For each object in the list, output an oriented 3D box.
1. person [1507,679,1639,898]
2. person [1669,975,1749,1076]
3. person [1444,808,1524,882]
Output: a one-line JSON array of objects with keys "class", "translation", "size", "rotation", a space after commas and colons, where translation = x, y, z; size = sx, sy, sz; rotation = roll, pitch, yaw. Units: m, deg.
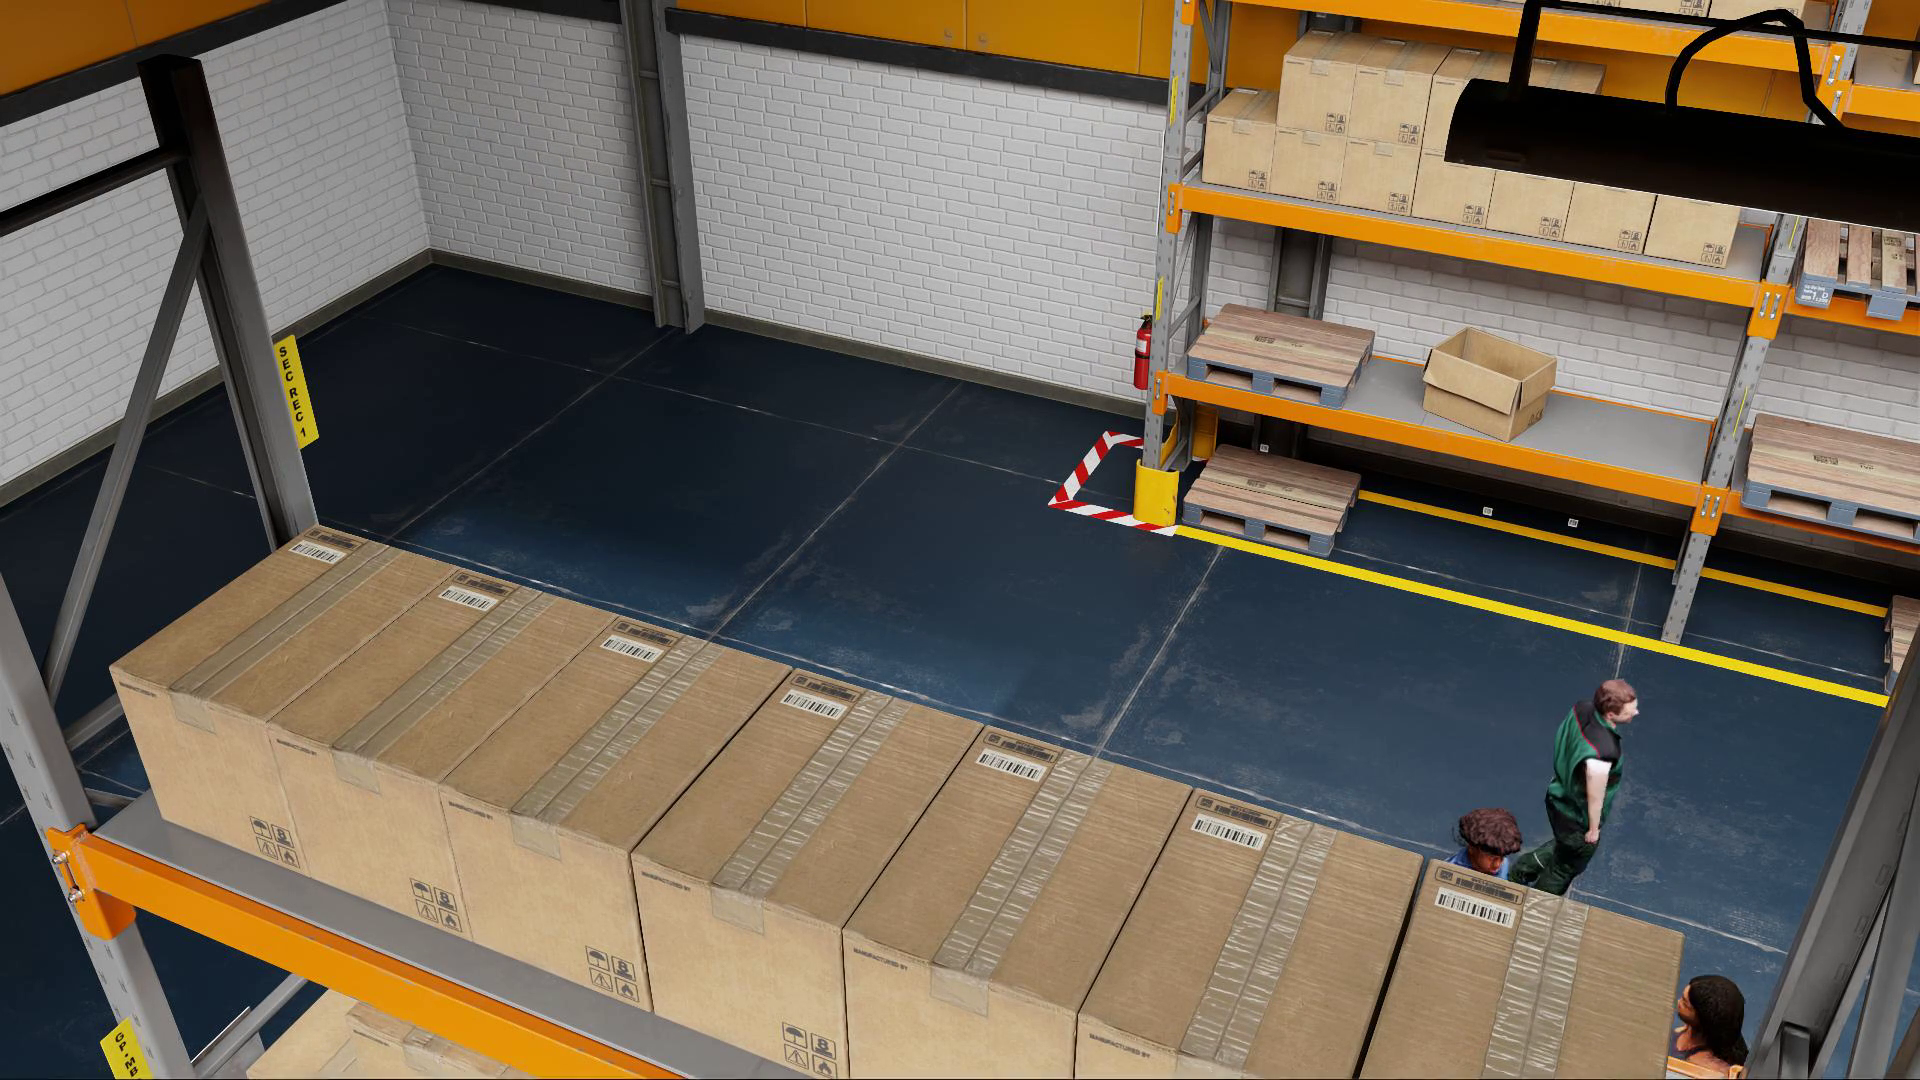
[{"class": "person", "translation": [3.349, 1.482, 9.225], "size": [0.840, 1.821, 0.775], "rotation": [0, 34, 0]}, {"class": "person", "translation": [3.330, 2.663, 7.475], "size": [0.948, 1.791, 0.717], "rotation": [13, 36, 19]}, {"class": "person", "translation": [2.505, 2.054, 8.379], "size": [0.751, 1.805, 0.714], "rotation": [-26, 41, -33]}]
